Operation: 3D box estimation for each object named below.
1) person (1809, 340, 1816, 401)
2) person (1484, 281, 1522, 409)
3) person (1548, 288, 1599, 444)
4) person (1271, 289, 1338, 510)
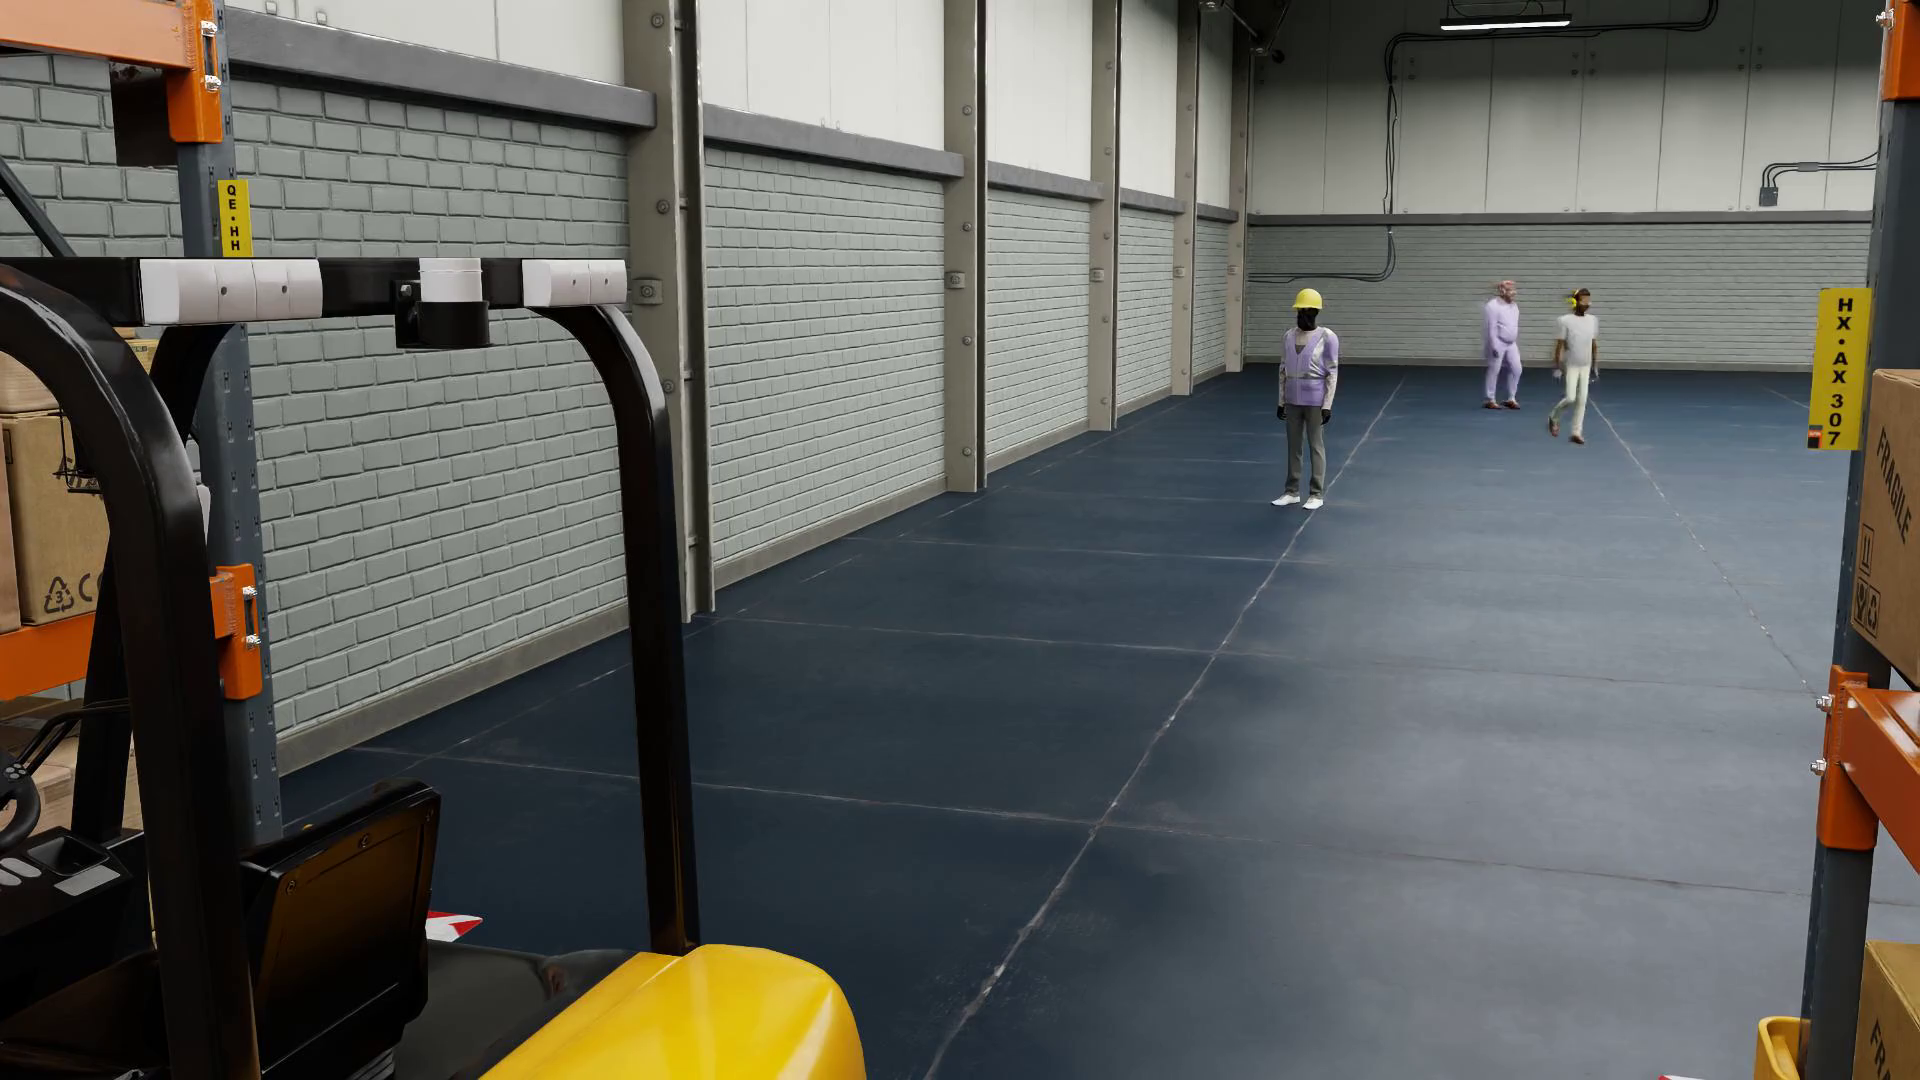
[{"bbox_3d":[13.374,-2.938,25.645,0.498,1.634,0.280,-3,10,-18],"label":"person"},{"bbox_3d":[7.963,-2.832,24.290,0.654,1.886,0.646,-5,11,-30],"label":"person"},{"bbox_3d":[7.366,-2.080,19.890,0.516,1.856,0.553,-2,10,-13],"label":"person"},{"bbox_3d":[3.035,-1.235,14.622,0.362,1.930,0.587,-9,13,-42],"label":"person"}]
